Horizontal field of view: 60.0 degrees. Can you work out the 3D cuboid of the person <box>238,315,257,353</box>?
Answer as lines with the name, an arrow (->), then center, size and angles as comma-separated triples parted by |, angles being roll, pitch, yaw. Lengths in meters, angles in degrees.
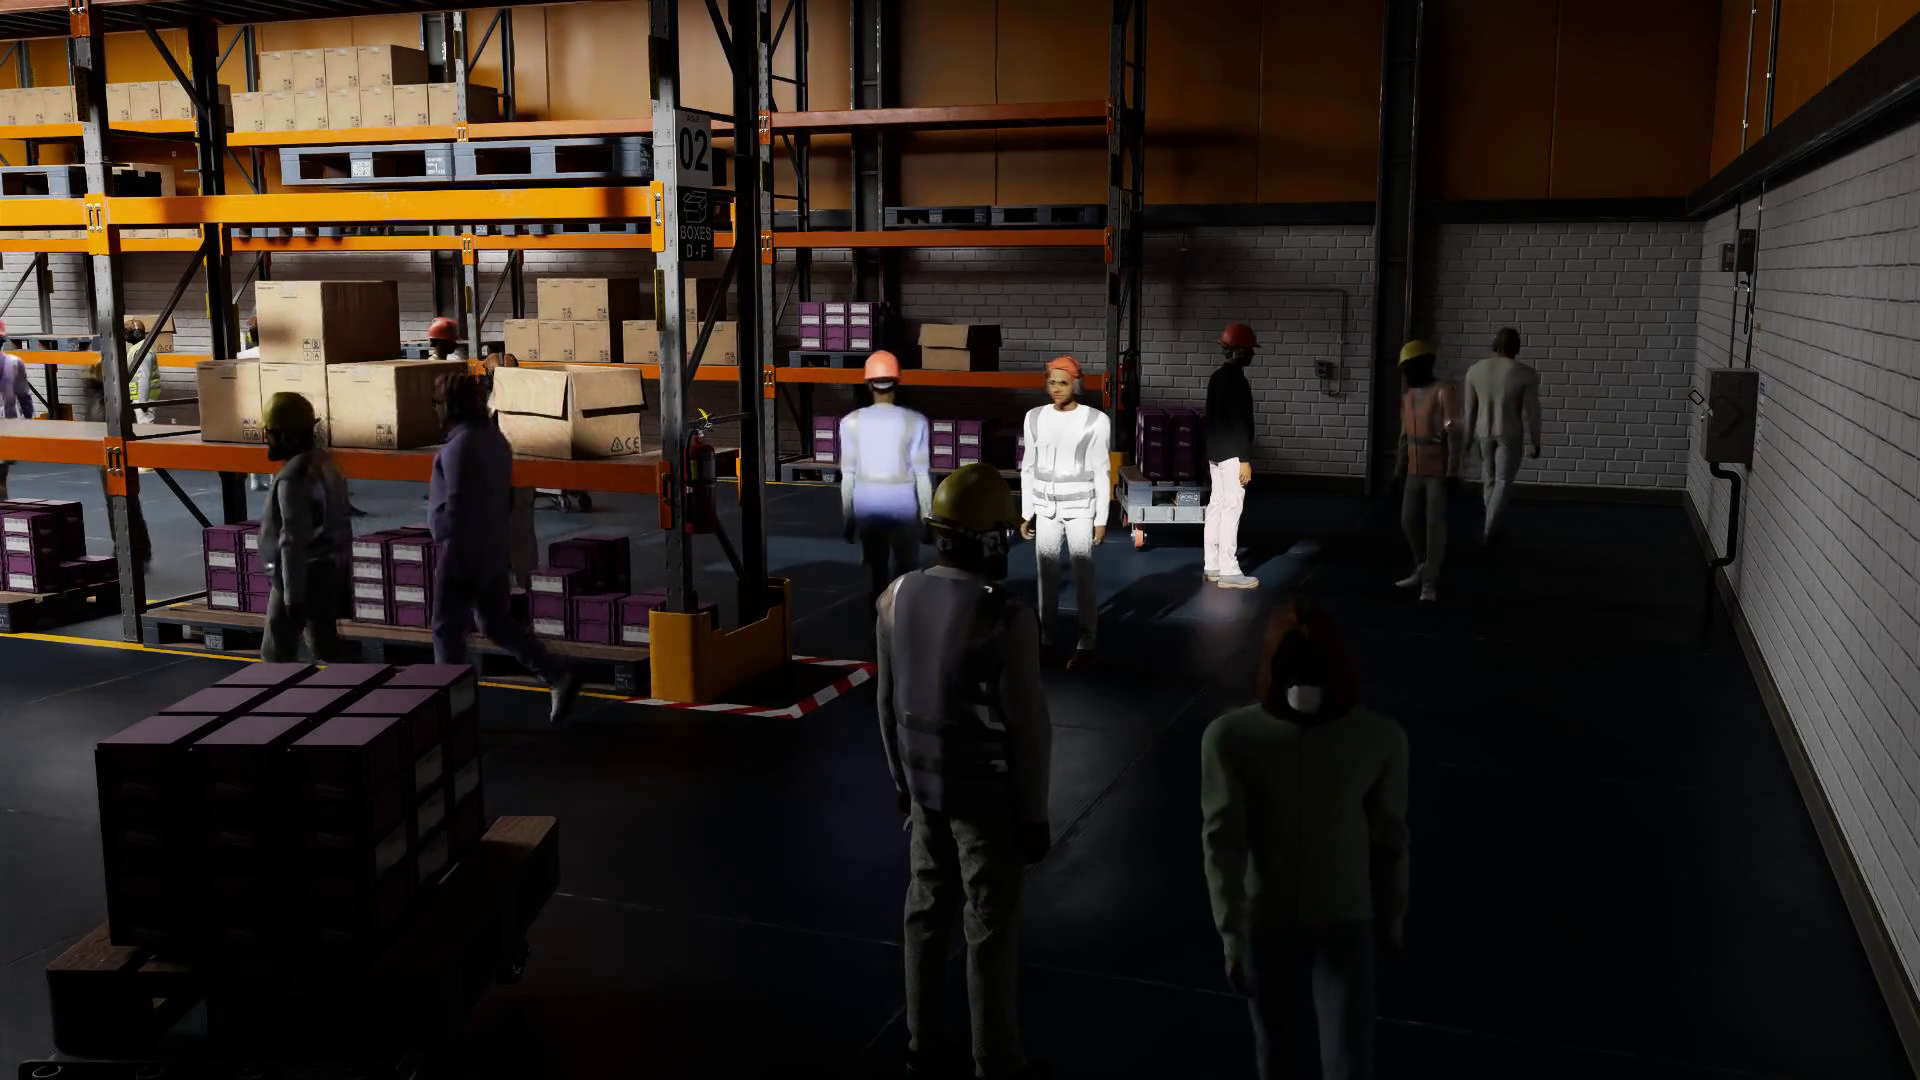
person -> -8.452, -1.900, 20.388 | 0.733, 2.000, 0.535 | 5, 11, 31

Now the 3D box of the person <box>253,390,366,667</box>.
person -> -3.187, 0.167, 8.136 | 0.780, 1.808, 0.608 | 0, 9, 0

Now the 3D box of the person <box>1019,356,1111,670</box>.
person -> 0.632, -0.162, 9.989 | 0.579, 1.878, 0.345 | 5, 10, 29

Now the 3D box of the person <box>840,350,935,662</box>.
person -> -0.437, -0.173, 9.935 | 0.577, 1.912, 0.553 | 2, 9, 12

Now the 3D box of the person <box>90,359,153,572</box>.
person -> -6.749, -0.597, 13.255 | 0.630, 1.709, 0.332 | 7, 11, 37

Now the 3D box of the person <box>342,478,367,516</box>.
person -> -6.094, -1.118, 16.348 | 0.315, 1.766, 0.523 | -8, 12, -41

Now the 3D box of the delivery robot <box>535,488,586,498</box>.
delivery robot -> -4.081, -0.629, 16.767 | 0.707, 0.478, 0.477 | 7, 11, 38

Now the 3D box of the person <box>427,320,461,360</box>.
person -> -4.864, -1.103, 15.709 | 0.378, 1.936, 0.548 | -2, 9, -12

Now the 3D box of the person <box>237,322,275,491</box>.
person -> -7.566, -1.451, 18.132 | 0.527, 1.867, 0.384 | 1, 9, 3

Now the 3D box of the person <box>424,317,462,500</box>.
person -> -5.368, -1.386, 17.517 | 0.625, 1.922, 0.599 | -5, 10, -27

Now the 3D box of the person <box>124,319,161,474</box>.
person -> -9.758, -1.706, 19.832 | 0.429, 1.837, 0.624 | -5, 10, -28

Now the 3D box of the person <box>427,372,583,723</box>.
person -> -2.424, 0.074, 8.538 | 0.823, 1.875, 0.645 | 1, 9, 6

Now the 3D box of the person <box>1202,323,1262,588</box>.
person -> 2.070, -0.640, 12.619 | 0.396, 1.992, 0.623 | -2, 9, -13

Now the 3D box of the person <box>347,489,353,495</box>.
person -> -6.726, -1.367, 17.657 | 0.346, 1.846, 0.506 | 4, 10, 26

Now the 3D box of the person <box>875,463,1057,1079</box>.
person -> 0.036, 0.693, 4.758 | 0.600, 1.831, 0.404 | 8, 12, 42

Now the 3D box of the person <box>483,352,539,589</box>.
person -> -3.111, -0.382, 11.533 | 0.430, 1.835, 0.621 | -2, 9, -10

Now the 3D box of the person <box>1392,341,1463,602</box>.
person -> 3.446, -0.504, 12.156 | 0.396, 1.878, 0.660 | -4, 10, -25

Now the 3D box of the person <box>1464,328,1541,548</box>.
person -> 4.725, -0.892, 14.492 | 0.649, 1.908, 0.842 | 7, 12, 38

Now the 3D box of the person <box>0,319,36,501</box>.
person -> -8.422, -0.978, 14.682 | 0.924, 2.009, 0.636 | 5, 10, 29

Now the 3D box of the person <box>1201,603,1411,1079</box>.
person -> 0.811, 0.947, 3.907 | 0.499, 1.589, 0.854 | 1, 9, 9
